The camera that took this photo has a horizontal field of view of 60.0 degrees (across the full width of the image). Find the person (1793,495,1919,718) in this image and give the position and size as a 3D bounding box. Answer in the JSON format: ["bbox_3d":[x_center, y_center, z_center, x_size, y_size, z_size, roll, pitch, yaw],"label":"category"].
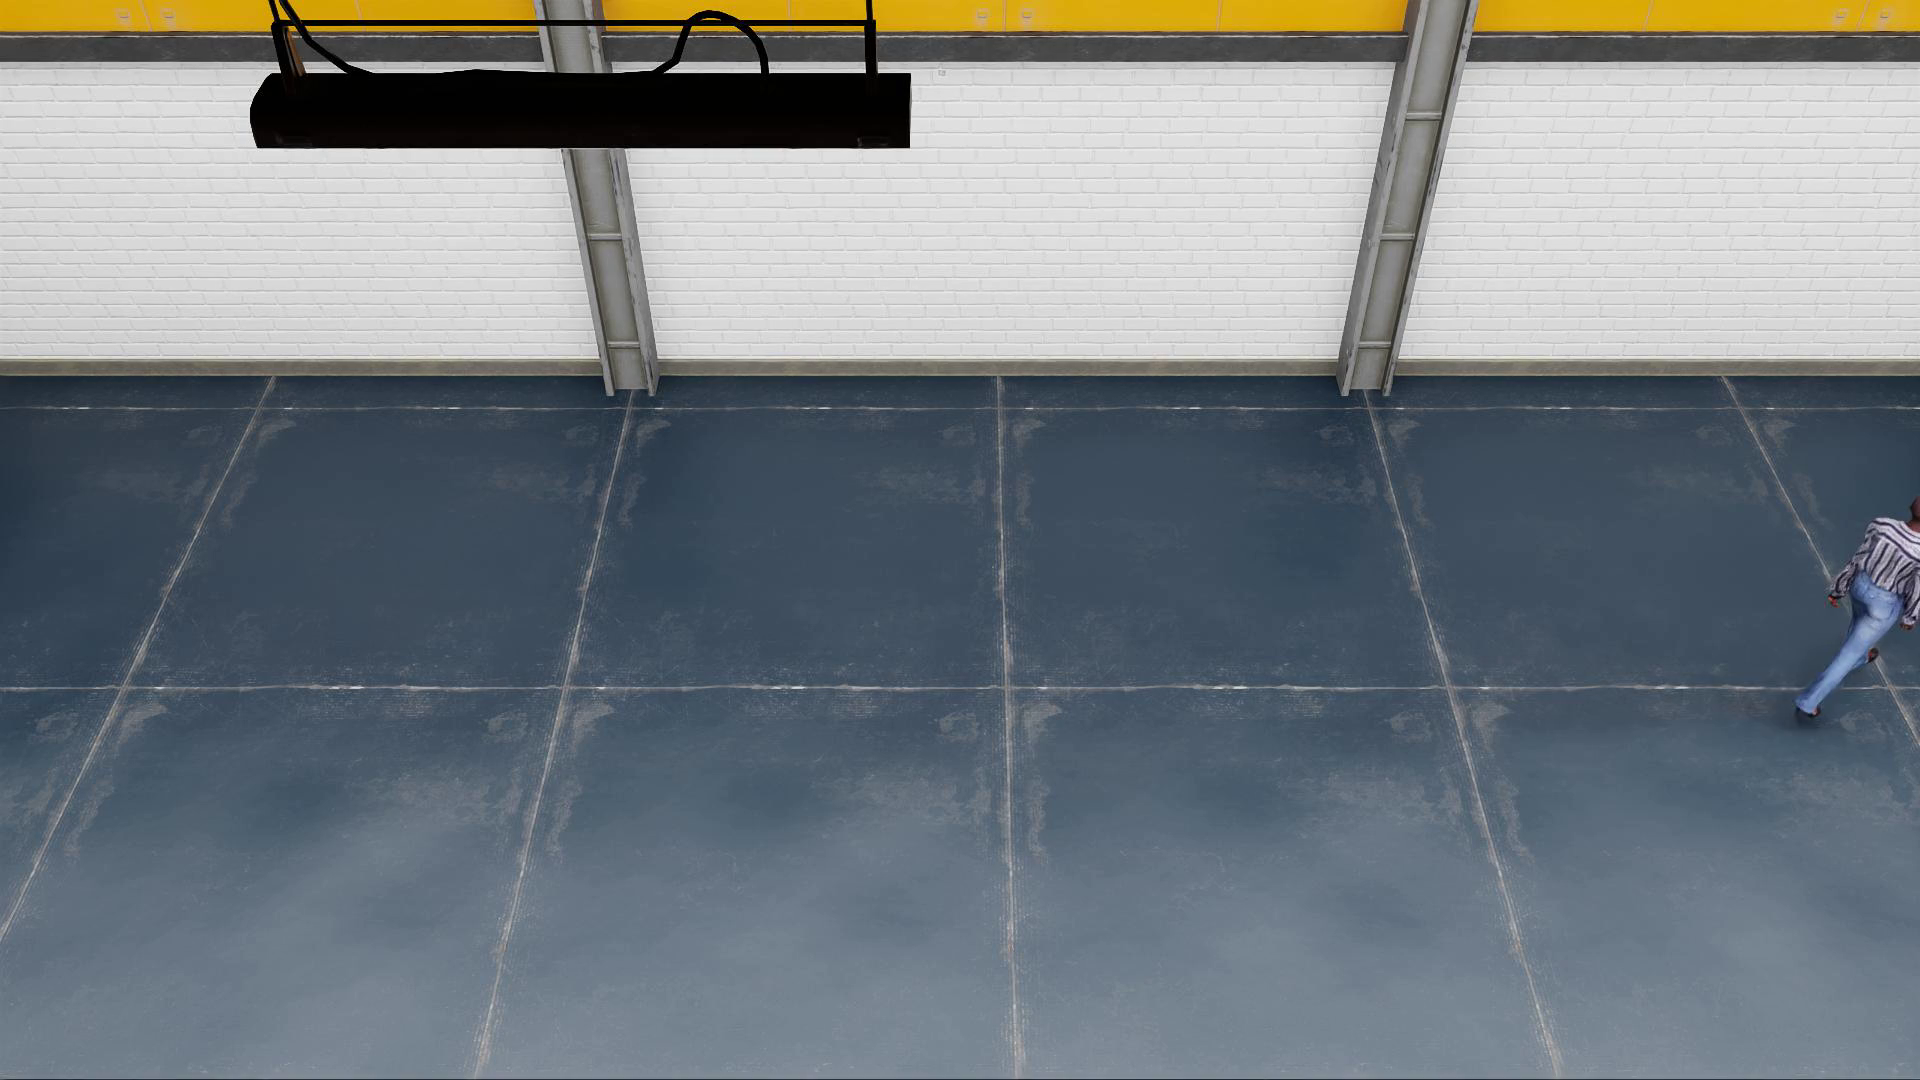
[{"bbox_3d":[5.738,0.463,10.587,1.243,1.743,0.993,-19,47,-19],"label":"person"}]
